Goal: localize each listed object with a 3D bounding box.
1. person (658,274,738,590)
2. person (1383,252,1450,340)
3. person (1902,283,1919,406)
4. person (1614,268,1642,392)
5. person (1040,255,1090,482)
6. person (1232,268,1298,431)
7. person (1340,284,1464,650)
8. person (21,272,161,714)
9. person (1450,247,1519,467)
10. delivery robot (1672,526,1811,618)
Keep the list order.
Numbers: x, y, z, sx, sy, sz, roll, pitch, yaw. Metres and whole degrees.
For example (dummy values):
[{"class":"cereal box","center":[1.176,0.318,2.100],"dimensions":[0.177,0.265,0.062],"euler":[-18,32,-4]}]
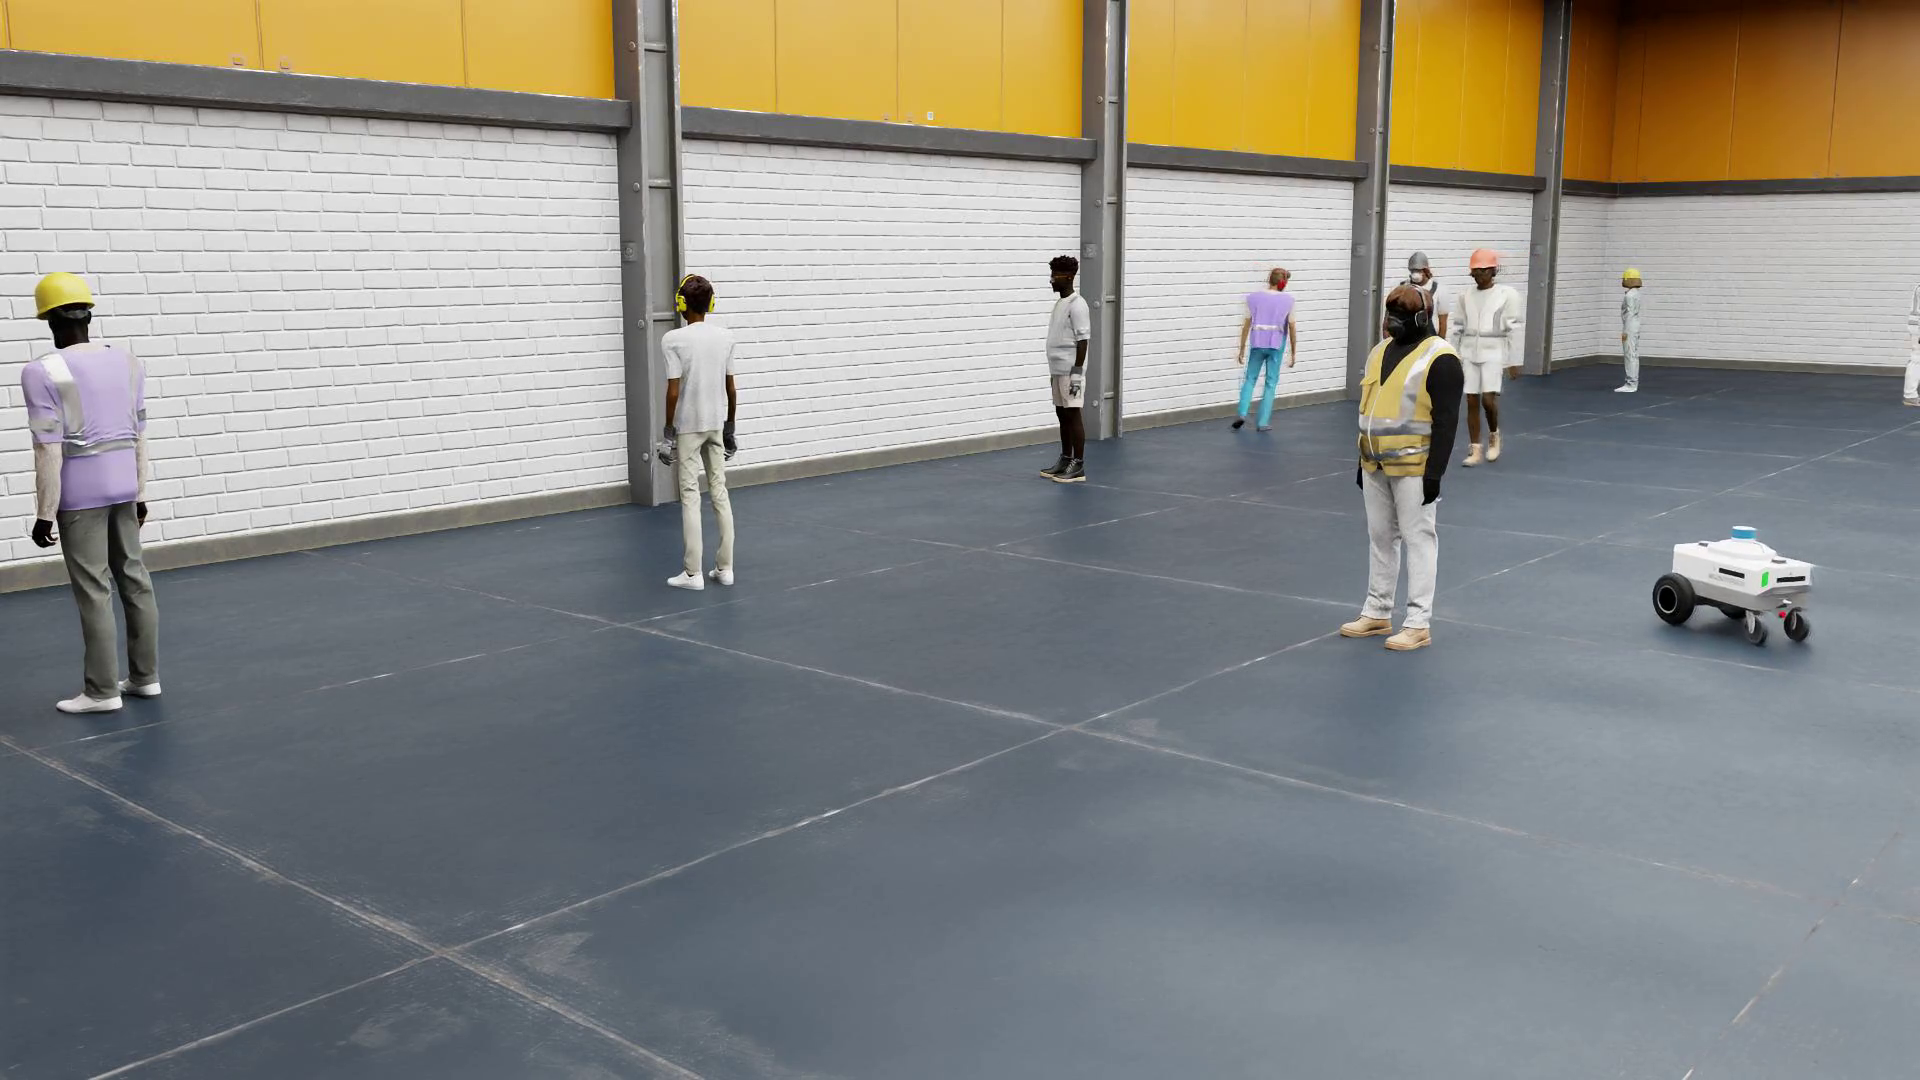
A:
[{"class":"person","center":[-1.561,-0.634,9.904],"dimensions":[0.532,1.860,0.316],"euler":[-9,13,-41]},{"class":"person","center":[5.135,-2.291,18.823],"dimensions":[0.687,2.000,1.066],"euler":[6,12,32]},{"class":"person","center":[12.403,-2.670,21.433],"dimensions":[0.352,1.881,0.576],"euler":[5,11,29]},{"class":"person","center":[9.442,-2.960,23.480],"dimensions":[0.320,1.742,0.492],"euler":[7,12,34]},{"class":"person","center":[0.922,-1.488,14.464],"dimensions":[0.361,1.964,0.616],"euler":[-3,10,-15]},{"class":"person","center":[3.386,-2.090,18.345],"dimensions":[0.638,1.807,0.482],"euler":[4,11,21]},{"class":"person","center":[2.236,-0.371,8.460],"dimensions":[0.429,1.845,0.627],"euler":[-5,11,-27]},{"class":"person","center":[-3.796,-0.196,7.247],"dimensions":[0.392,1.917,0.589],"euler":[4,11,20]},{"class":"person","center":[4.817,-1.674,15.341],"dimensions":[0.642,2.030,0.438],"euler":[9,13,40]},{"class":"delivery robot","center":[4.111,0.172,8.765],"dimensions":[0.477,0.478,0.707],"euler":[-3,11,-18]}]
